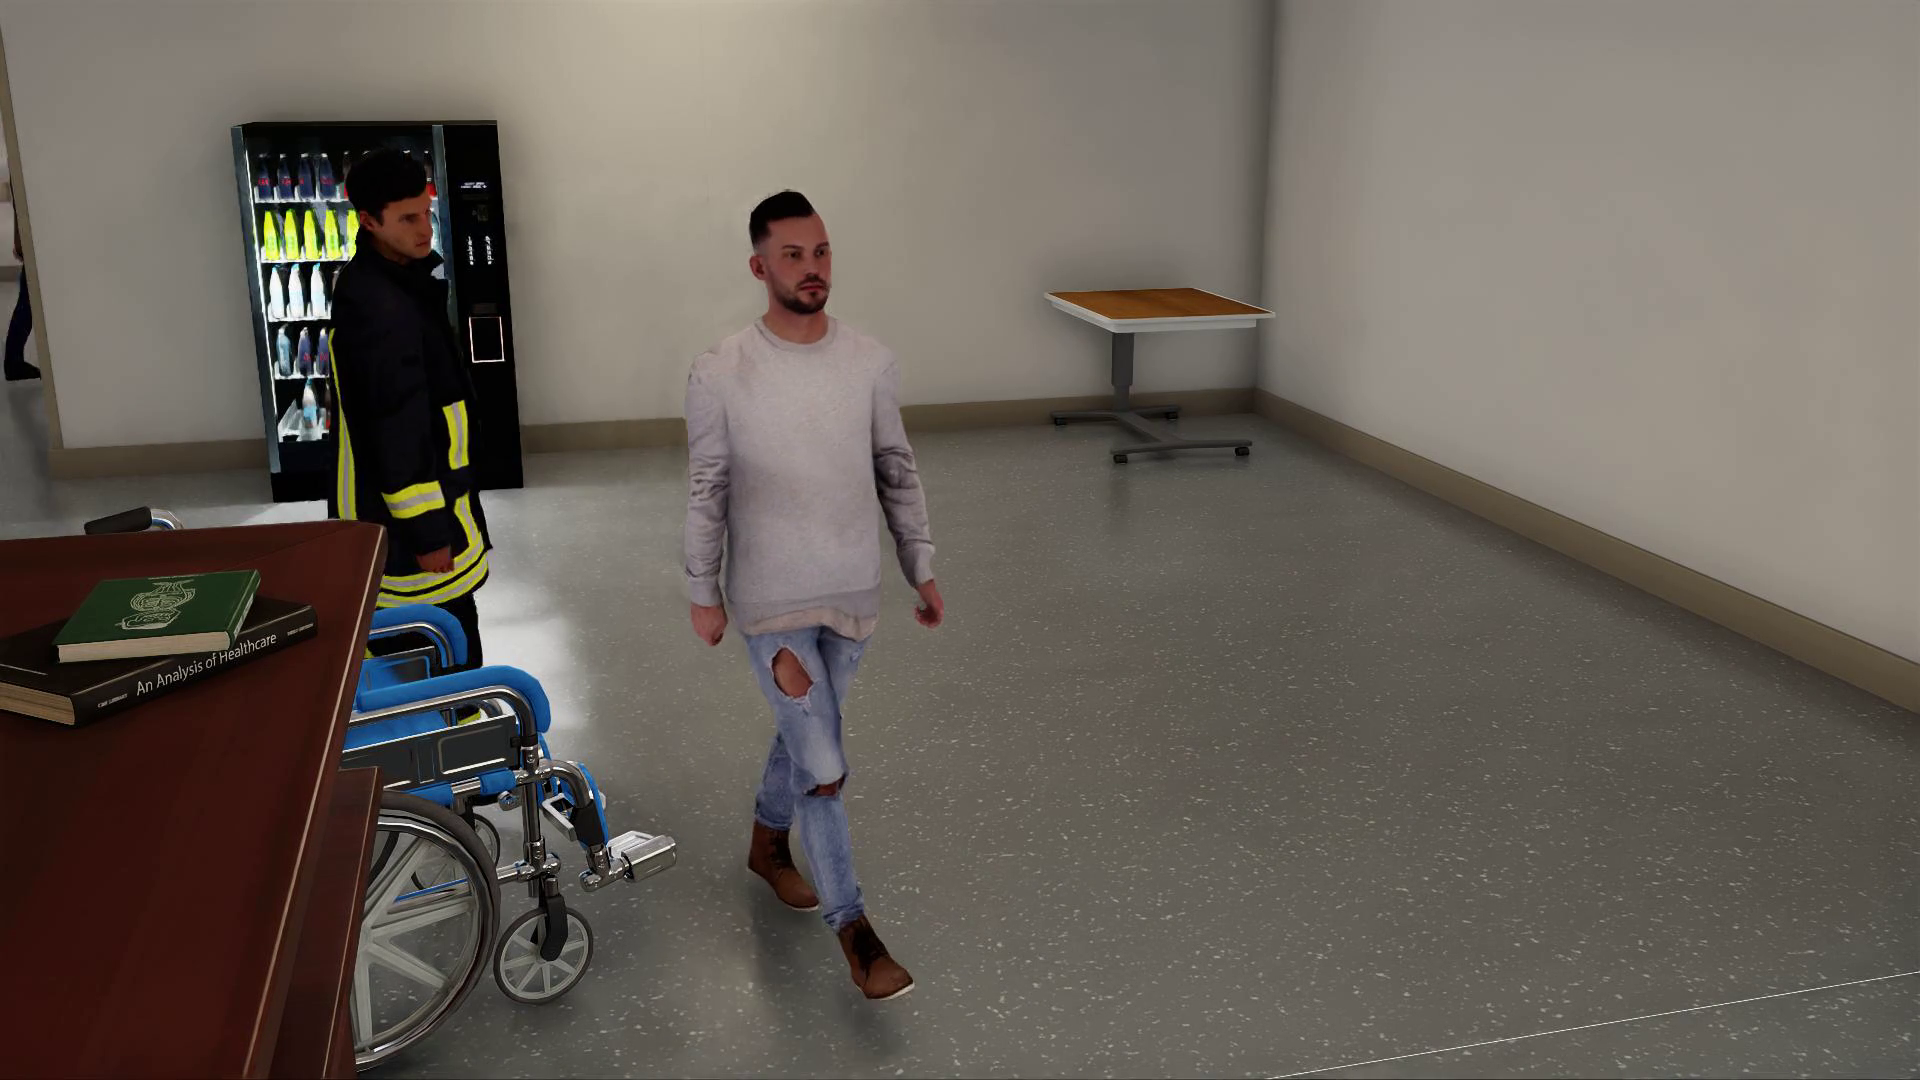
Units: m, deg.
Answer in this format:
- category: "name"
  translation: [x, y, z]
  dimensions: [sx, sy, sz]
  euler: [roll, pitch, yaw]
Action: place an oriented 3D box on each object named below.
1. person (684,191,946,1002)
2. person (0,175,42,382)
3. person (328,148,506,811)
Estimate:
- category: "person"
  translation: [-0.398, 0.116, 3.949]
  dimensions: [1.160, 1.794, 0.988]
  euler: [-10, 19, -31]
- category: "person"
  translation: [-6.329, -1.967, 11.269]
  dimensions: [1.228, 1.829, 0.972]
  euler: [-14, 21, -40]
- category: "person"
  translation: [-1.571, -0.088, 4.502]
  dimensions: [0.897, 1.886, 0.809]
  euler: [-7, 17, -23]
